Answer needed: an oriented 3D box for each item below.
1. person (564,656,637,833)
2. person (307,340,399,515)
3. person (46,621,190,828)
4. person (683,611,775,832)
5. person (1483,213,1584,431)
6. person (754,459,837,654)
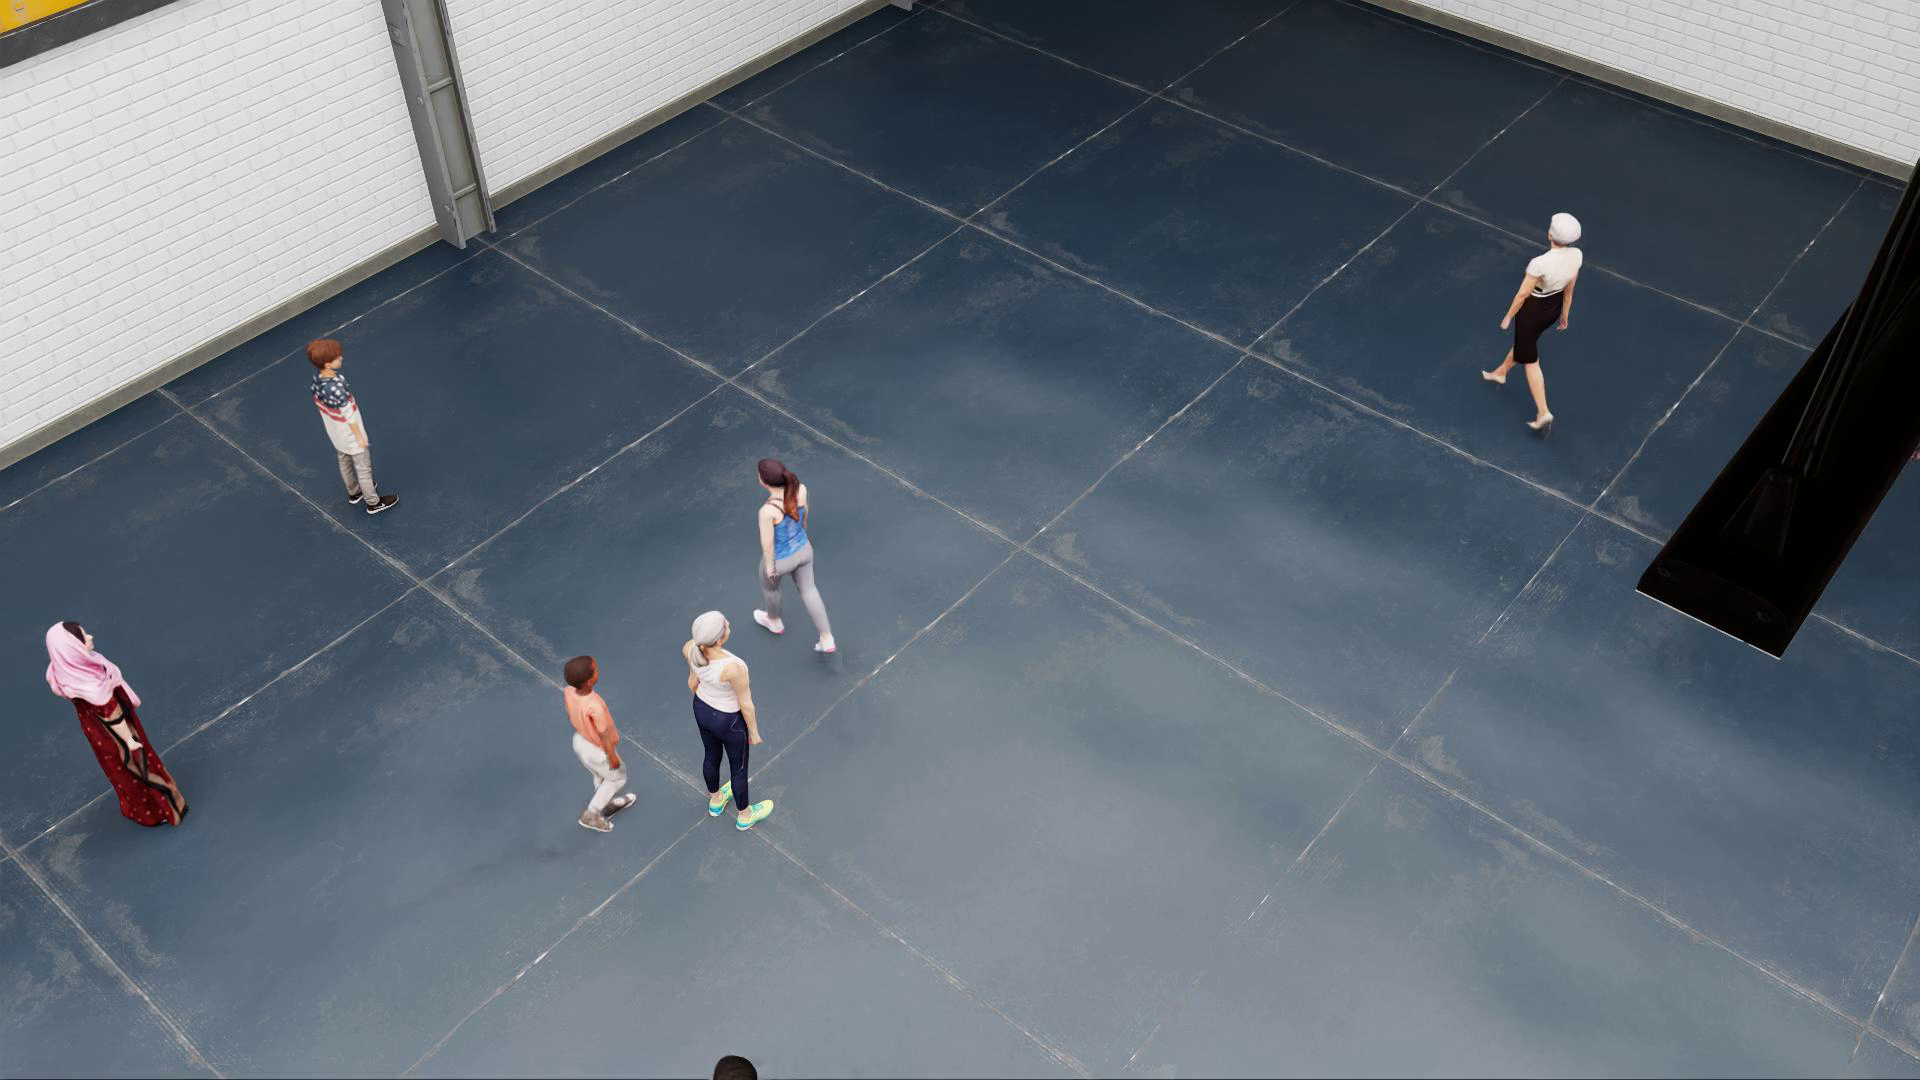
[{"bbox_3d":[-2.198,1.233,9.768,0.650,1.294,0.551,-29,51,-27],"label":"person"},{"bbox_3d":[-4.375,-0.811,11.806,0.518,1.443,0.466,29,51,27],"label":"person"},{"bbox_3d":[-4.952,1.069,9.690,0.627,1.639,0.681,-33,53,-30],"label":"person"},{"bbox_3d":[-1.388,1.042,9.674,0.627,1.702,0.552,25,49,24],"label":"person"},{"bbox_3d":[4.369,-1.589,12.427,1.130,1.712,0.992,-18,47,-18],"label":"person"},{"bbox_3d":[-1.077,0.121,10.724,0.929,1.585,0.689,-32,52,-29],"label":"person"}]
